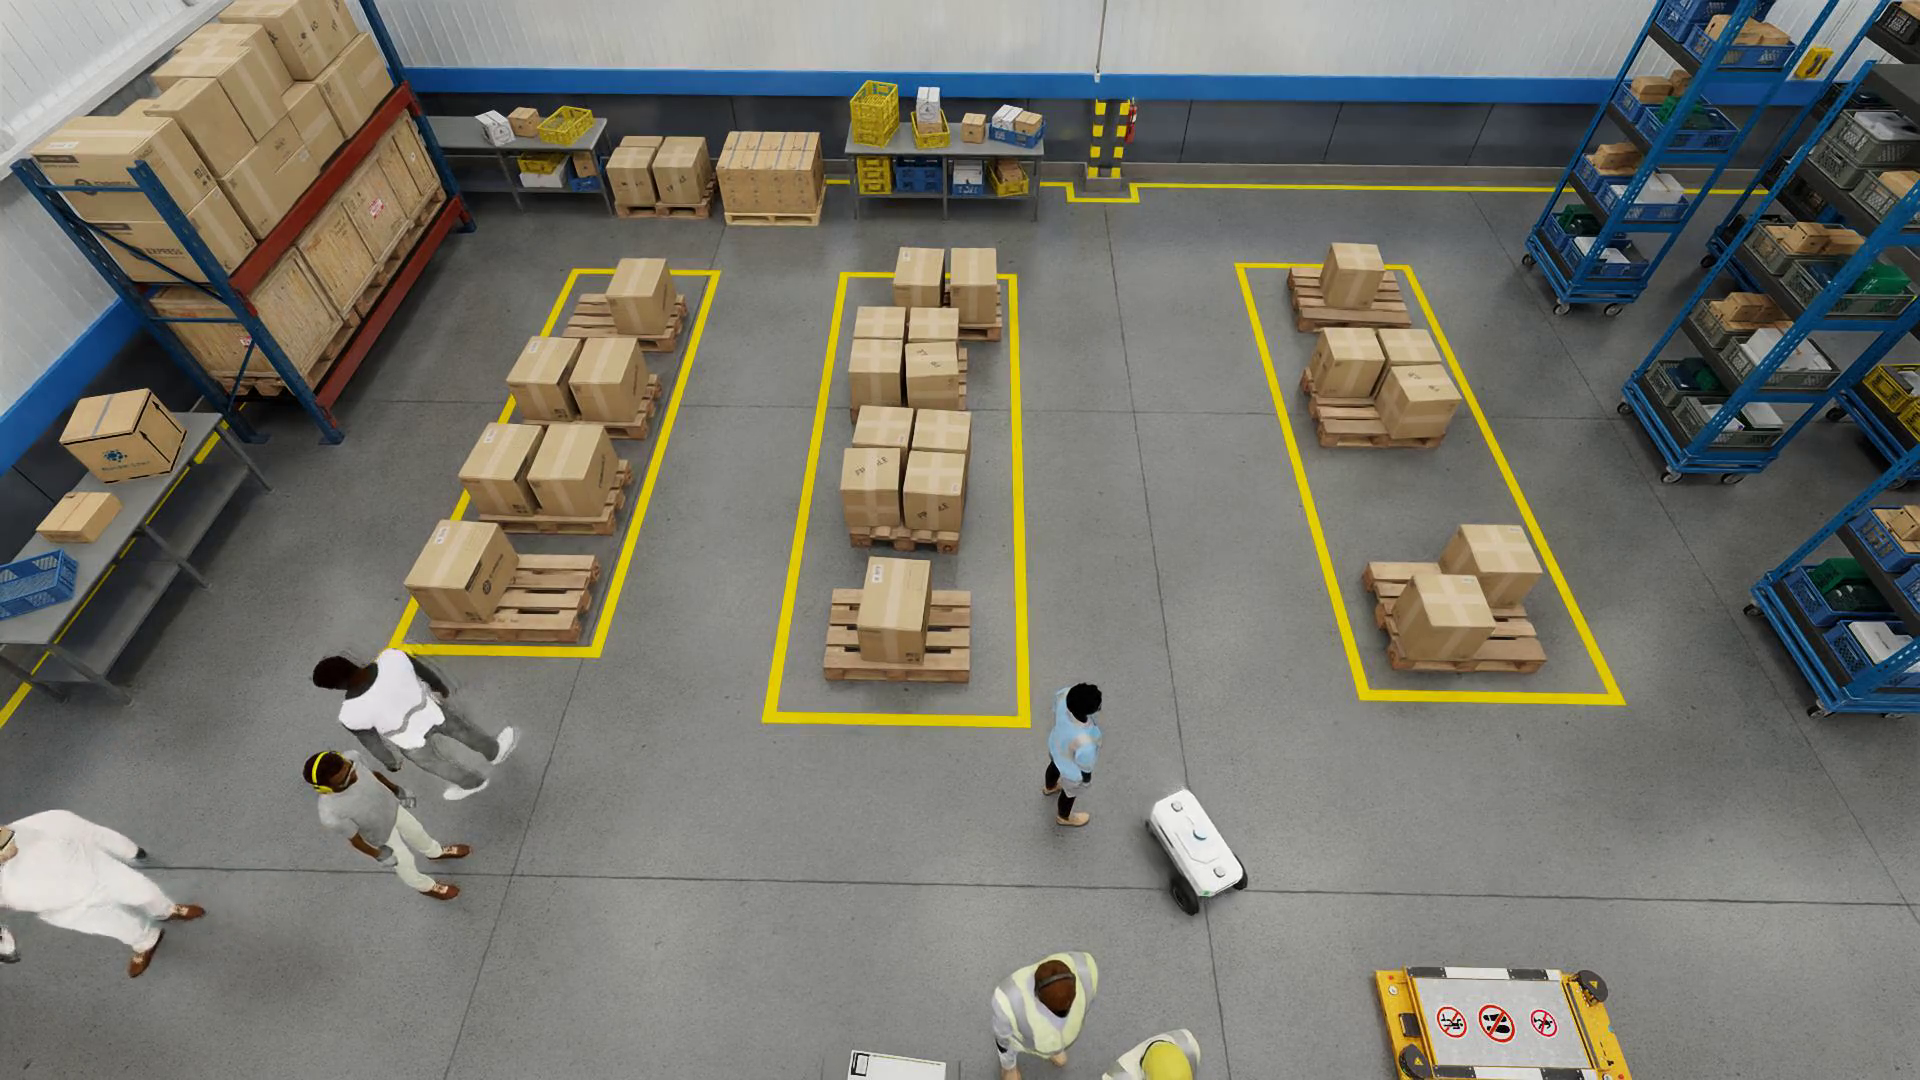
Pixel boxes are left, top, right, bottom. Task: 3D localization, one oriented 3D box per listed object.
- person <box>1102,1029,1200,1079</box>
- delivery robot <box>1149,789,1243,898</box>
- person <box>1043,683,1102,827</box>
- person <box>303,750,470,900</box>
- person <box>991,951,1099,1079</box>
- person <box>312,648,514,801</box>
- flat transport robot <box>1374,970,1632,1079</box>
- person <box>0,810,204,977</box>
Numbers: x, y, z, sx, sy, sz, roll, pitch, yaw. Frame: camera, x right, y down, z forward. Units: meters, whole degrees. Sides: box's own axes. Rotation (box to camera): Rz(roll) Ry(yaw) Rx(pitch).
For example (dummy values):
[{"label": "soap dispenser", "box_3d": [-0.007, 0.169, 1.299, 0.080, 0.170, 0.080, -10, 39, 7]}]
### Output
[{"label": "person", "box_3d": [0.994, 3.034, 4.993, 0.589, 1.834, 0.403, -23, 54, -18]}, {"label": "delivery robot", "box_3d": [1.660, 2.146, 6.478, 0.477, 0.478, 0.707, -20, 54, -16]}, {"label": "person", "box_3d": [0.784, 1.479, 6.348, 0.318, 1.697, 0.535, -14, 52, -11]}, {"label": "person", "box_3d": [-3.721, 1.835, 5.958, 0.345, 1.864, 0.516, -5, 51, -4]}, {"label": "person", "box_3d": [0.475, 2.738, 5.229, 0.624, 1.845, 0.430, -18, 53, -14]}, {"label": "person", "box_3d": [-3.744, 1.235, 6.441, 0.364, 1.871, 0.815, 19, 53, 15]}, {"label": "flat transport robot", "box_3d": [3.501, 3.133, 5.914, 1.431, 0.197, 0.652, 1, 51, 1]}, {"label": "person", "box_3d": [-5.498, 2.200, 5.645, 0.426, 1.891, 0.808, 35, 59, 25]}]
